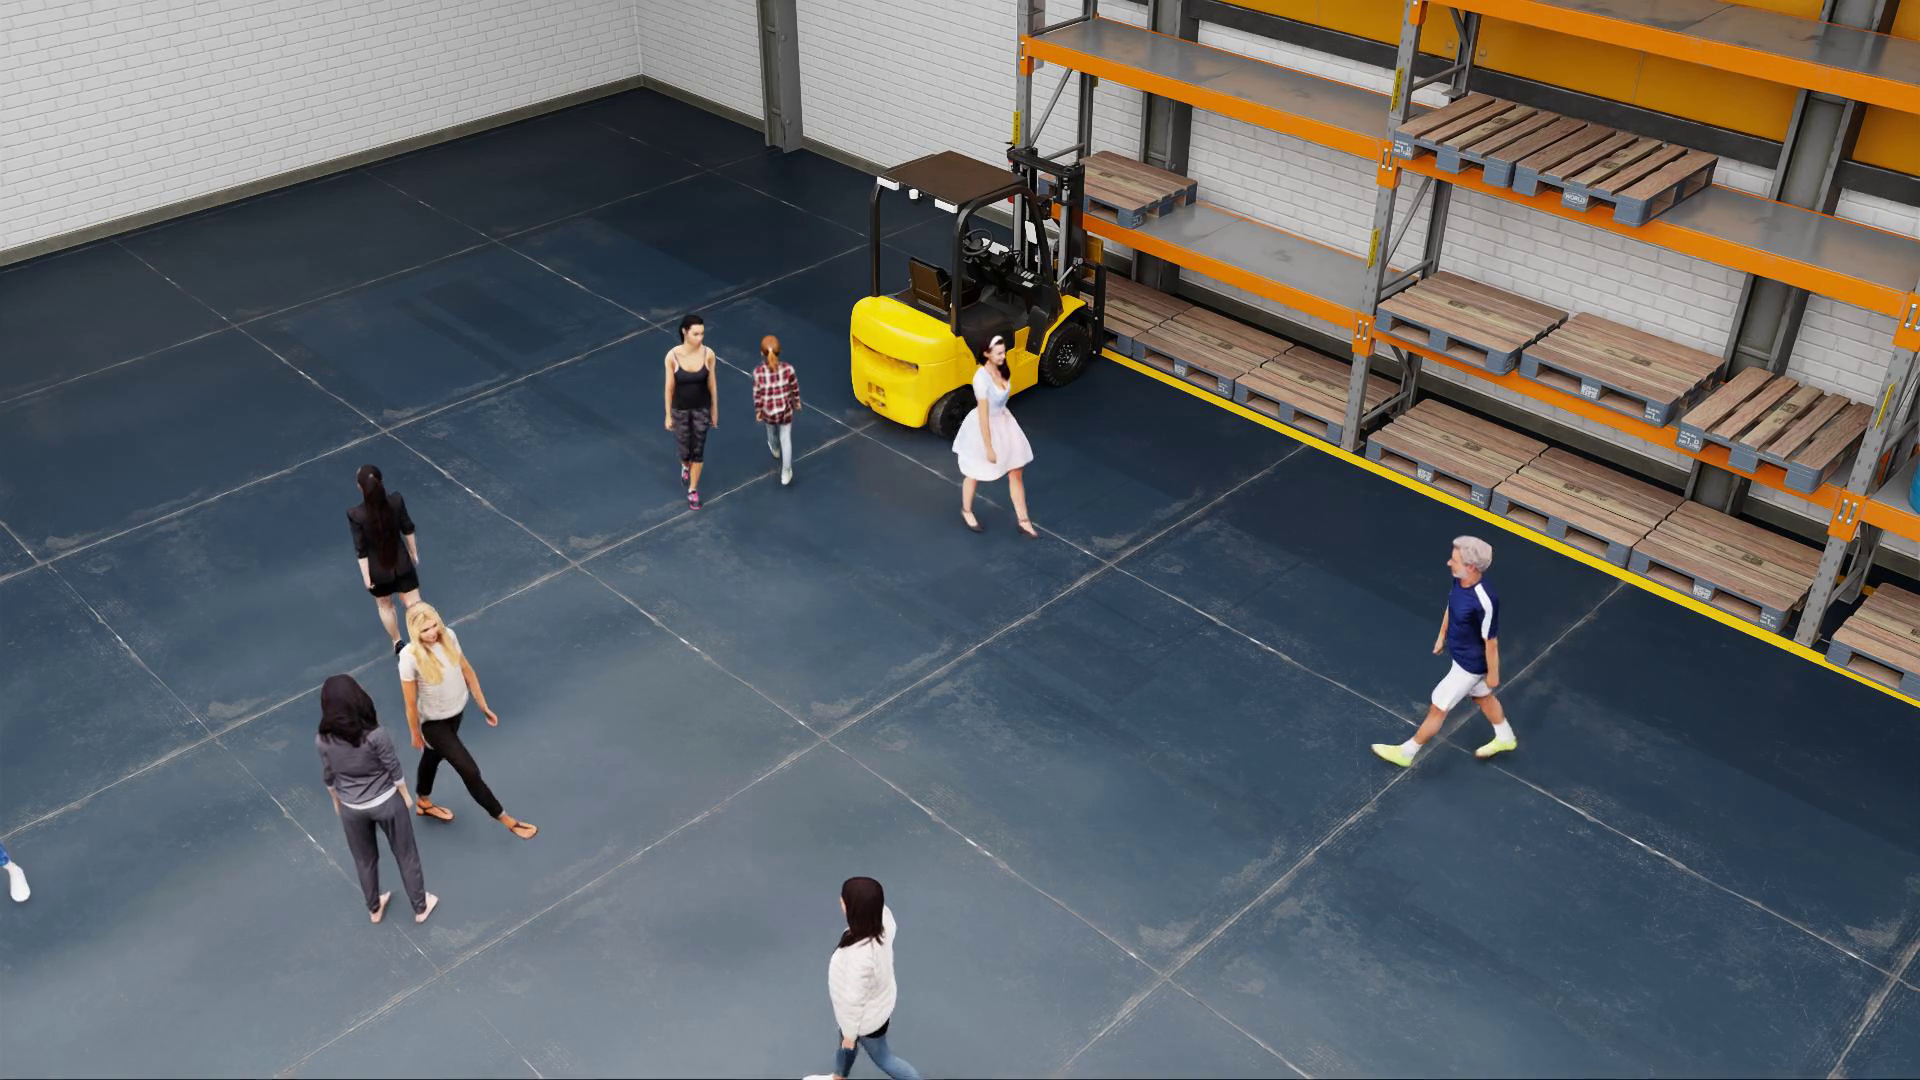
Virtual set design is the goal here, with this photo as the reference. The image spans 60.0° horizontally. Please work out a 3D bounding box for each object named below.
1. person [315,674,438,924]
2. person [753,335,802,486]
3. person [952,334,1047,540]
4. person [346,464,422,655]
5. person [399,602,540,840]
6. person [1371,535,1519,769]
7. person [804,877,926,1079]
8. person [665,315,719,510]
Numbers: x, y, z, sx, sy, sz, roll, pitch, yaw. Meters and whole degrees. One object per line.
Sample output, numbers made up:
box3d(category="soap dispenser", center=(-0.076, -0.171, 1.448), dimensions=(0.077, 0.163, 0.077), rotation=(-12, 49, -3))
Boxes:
box3d(category="person", center=(-3.400, 1.527, 9.596), dimensions=(0.671, 1.754, 0.714), rotation=(-2, 34, -3))
box3d(category="person", center=(-1.526, -1.065, 13.938), dimensions=(0.865, 1.264, 0.995), rotation=(-4, 34, -6))
box3d(category="person", center=(0.153, -0.818, 13.093), dimensions=(1.063, 1.789, 0.763), rotation=(21, 39, 28))
box3d(category="person", center=(-3.933, 0.243, 11.600), dimensions=(0.649, 1.674, 0.991), rotation=(-25, 41, -33))
box3d(category="person", center=(-3.266, 1.091, 10.237), dimensions=(1.218, 1.771, 0.919), rotation=(11, 35, 17))
box3d(category="person", center=(3.361, 0.771, 10.718), dimensions=(1.263, 1.772, 1.223), rotation=(-1, 34, -2))
box3d(category="person", center=(-0.399, 2.367, 8.463), dimensions=(1.138, 1.610, 0.987), rotation=(6, 34, 9))
box3d(category="person", center=(-2.198, -1.083, 13.560), dimensions=(0.761, 1.714, 0.825), rotation=(-9, 35, -13))
